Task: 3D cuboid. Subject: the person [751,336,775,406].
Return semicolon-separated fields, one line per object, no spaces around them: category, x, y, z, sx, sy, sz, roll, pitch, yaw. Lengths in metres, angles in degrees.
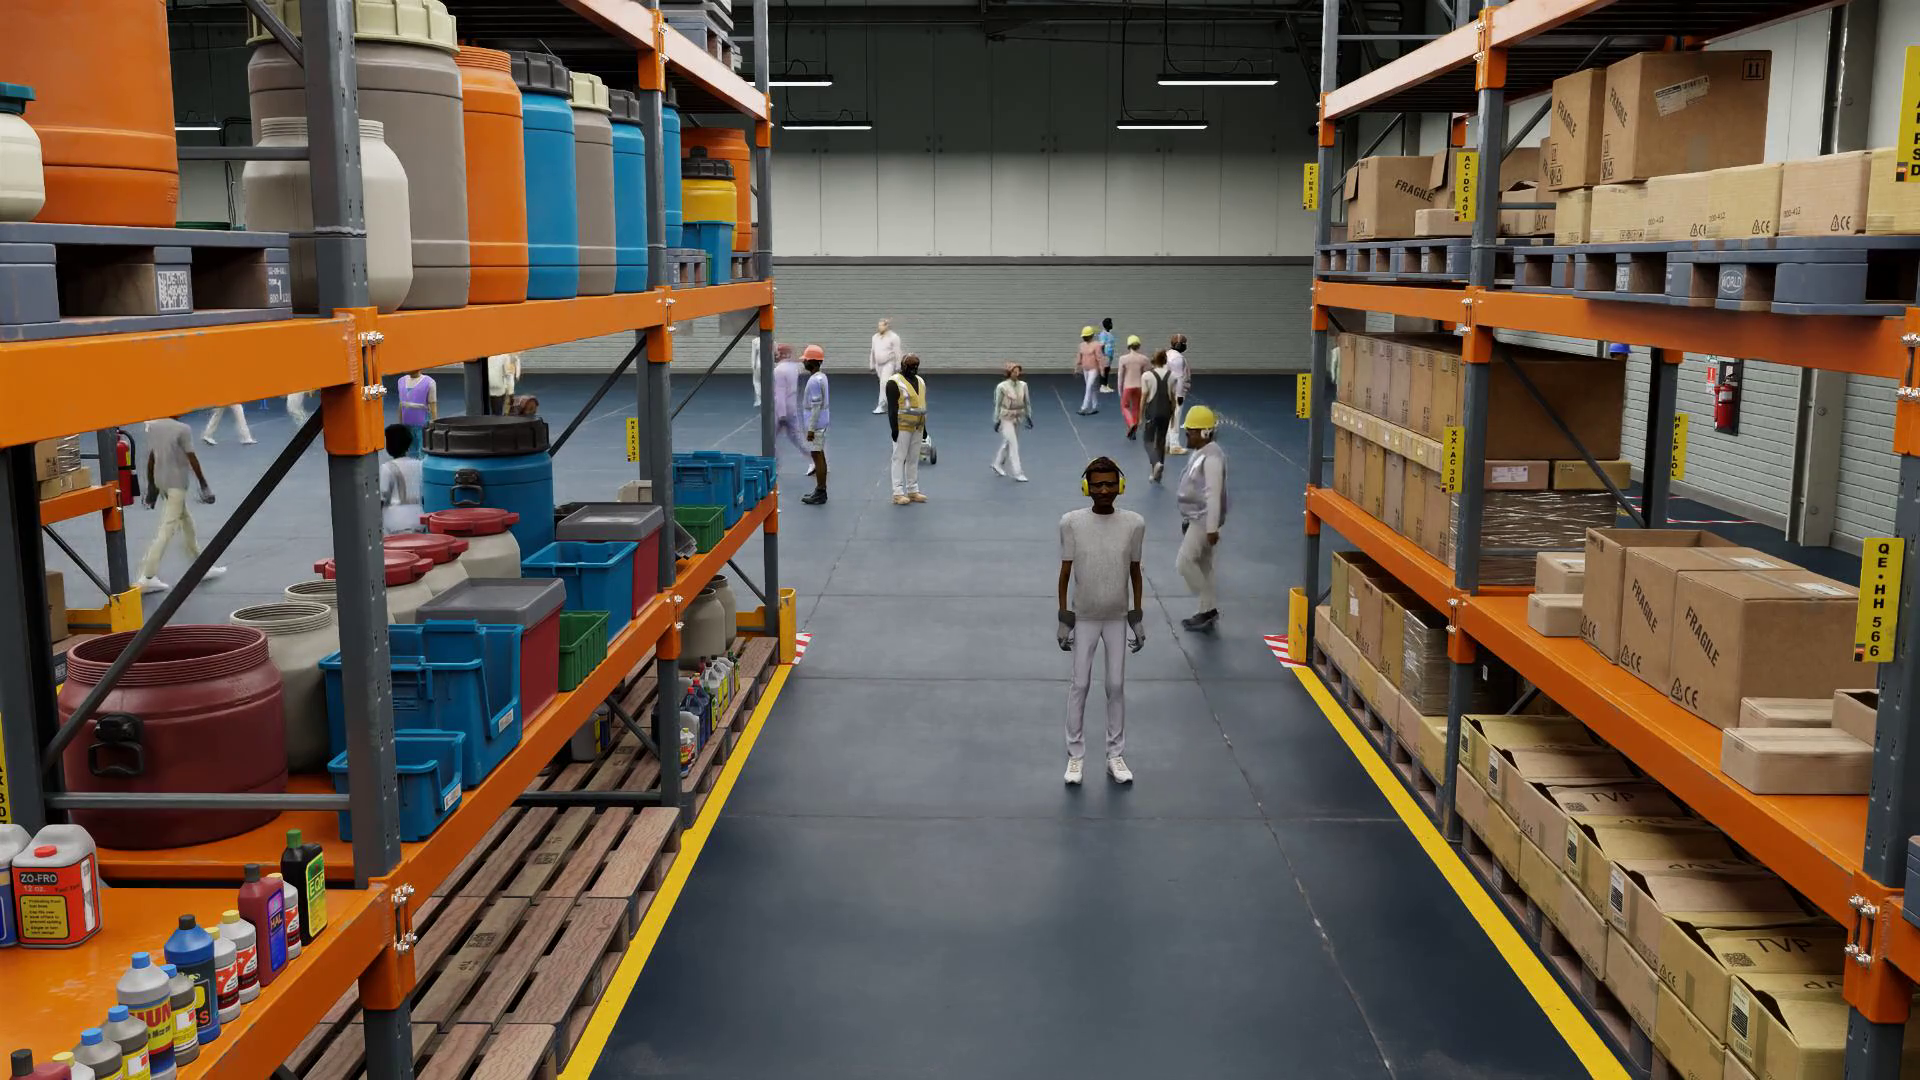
person;-4.030;-3.553;33.867;0.519;1.727;0.606;-3;10;-20

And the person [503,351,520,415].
person;-8.371;-3.115;30.703;0.549;1.915;0.846;1;10;7

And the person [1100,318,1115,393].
person;3.341;-4.189;37.764;0.316;1.696;0.541;5;11;26

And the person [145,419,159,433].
person;-14.161;-2.803;29.042;0.488;1.846;0.464;1;10;8

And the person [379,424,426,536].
person;-4.515;-0.115;13.497;0.867;1.654;0.537;2;10;14

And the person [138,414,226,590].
person;-7.182;-0.477;15.186;0.518;1.825;0.970;6;11;31

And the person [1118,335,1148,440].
person;2.884;-2.530;27.661;0.531;1.753;0.490;-2;10;-12

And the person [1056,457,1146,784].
person;0.804;0.455;9.449;0.514;1.867;0.328;-1;10;-6

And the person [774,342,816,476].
person;-2.374;-1.808;23.024;0.927;1.867;0.646;3;10;17

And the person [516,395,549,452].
person;-4.404;-0.674;16.933;0.551;1.624;0.516;6;11;34

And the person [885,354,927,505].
person;-0.626;-1.375;20.497;0.429;1.838;0.621;8;12;39

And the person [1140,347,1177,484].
person;2.649;-1.647;22.129;0.507;1.830;0.586;-2;10;-11

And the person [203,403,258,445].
person;-11.926;-2.339;26.983;0.864;1.595;0.514;2;10;14

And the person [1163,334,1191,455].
person;3.362;-2.267;25.824;0.430;1.843;0.625;-1;10;-8

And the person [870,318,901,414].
person;-1.449;-3.451;32.855;0.654;1.871;0.937;7;12;37

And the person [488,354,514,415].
person;-7.062;-2.211;25.137;0.648;1.954;0.921;-4;10;-23

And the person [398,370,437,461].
person;-6.718;-1.402;20.622;0.567;1.847;0.389;4;10;22

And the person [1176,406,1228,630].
person;1.926;-0.170;13.358;0.427;1.818;0.594;0;9;2

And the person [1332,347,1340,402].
person;7.250;-3.072;31.267;0.520;1.620;0.341;-2;10;-12

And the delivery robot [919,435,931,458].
delivery robot;-0.626;-1.466;24.716;0.477;0.478;0.707;-1;10;-7

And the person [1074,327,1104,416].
person;2.471;-3.260;32.160;0.897;1.705;0.614;-9;13;-42

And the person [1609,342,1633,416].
person;8.610;-1.672;21.936;0.402;1.949;0.605;4;10;23

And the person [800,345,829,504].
person;-1.792;-1.431;20.511;0.351;1.942;0.545;1;9;3

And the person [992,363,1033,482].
person;0.686;-1.634;22.804;0.533;1.603;0.851;-7;12;-37

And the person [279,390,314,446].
person;-10.650;-2.435;26.579;0.653;1.918;0.558;8;12;40
